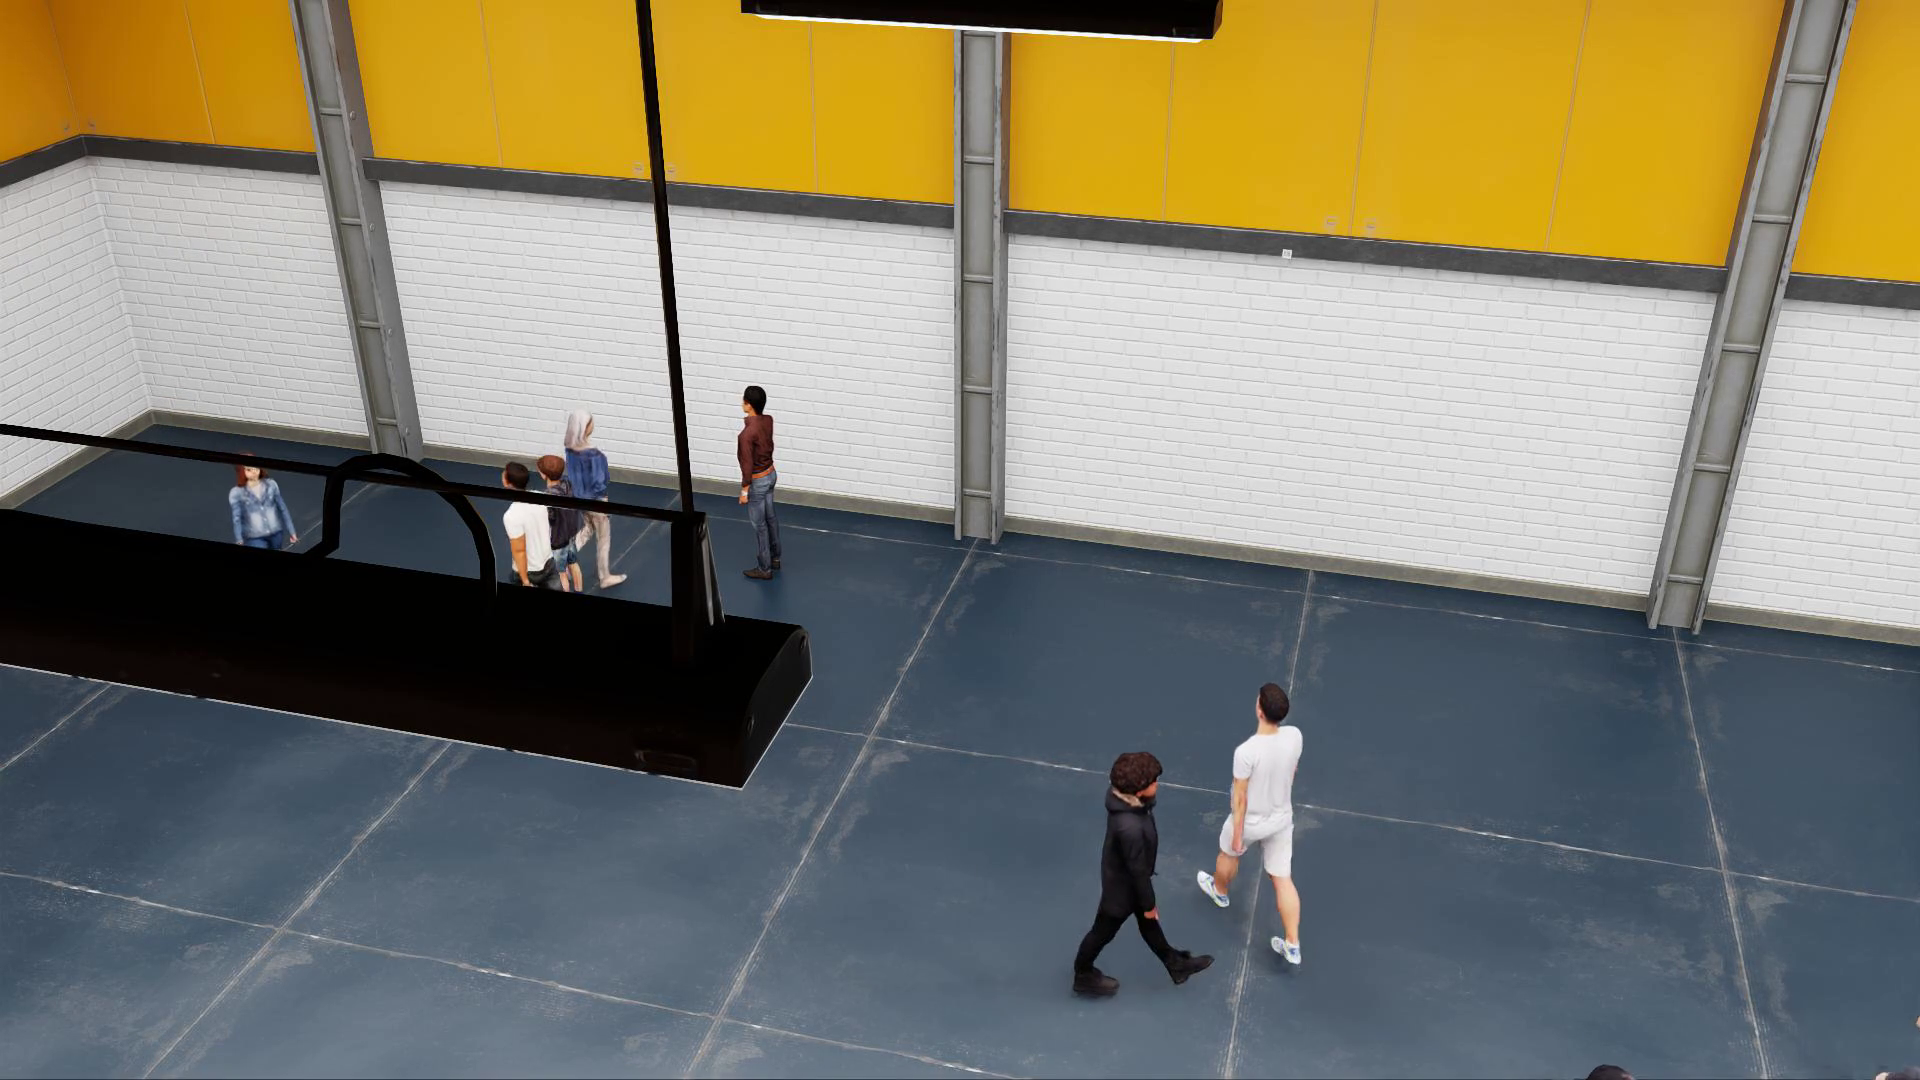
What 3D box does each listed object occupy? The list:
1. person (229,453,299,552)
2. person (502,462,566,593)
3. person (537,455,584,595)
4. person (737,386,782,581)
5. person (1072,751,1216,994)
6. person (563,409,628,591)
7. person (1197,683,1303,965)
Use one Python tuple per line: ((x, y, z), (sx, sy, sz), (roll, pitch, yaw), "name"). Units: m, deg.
((-5.805, -0.065, 13.825), (0.913, 1.439, 1.089), (-24, 37, -37), "person")
((-3.233, 0.226, 12.959), (1.215, 1.768, 0.797), (13, 31, 23), "person")
((-3.318, -0.051, 13.790), (0.553, 1.447, 0.559), (12, 31, 20), "person")
((-1.712, -0.501, 14.266), (0.559, 1.782, 0.666), (11, 30, 19), "person")
((0.888, 2.004, 9.729), (1.146, 1.729, 0.806), (1, 29, 2), "person")
((-3.179, -0.296, 14.000), (0.914, 1.686, 0.905), (-24, 37, -37), "person")
((1.895, 1.751, 10.111), (1.253, 1.807, 1.259), (-12, 31, -21), "person")
